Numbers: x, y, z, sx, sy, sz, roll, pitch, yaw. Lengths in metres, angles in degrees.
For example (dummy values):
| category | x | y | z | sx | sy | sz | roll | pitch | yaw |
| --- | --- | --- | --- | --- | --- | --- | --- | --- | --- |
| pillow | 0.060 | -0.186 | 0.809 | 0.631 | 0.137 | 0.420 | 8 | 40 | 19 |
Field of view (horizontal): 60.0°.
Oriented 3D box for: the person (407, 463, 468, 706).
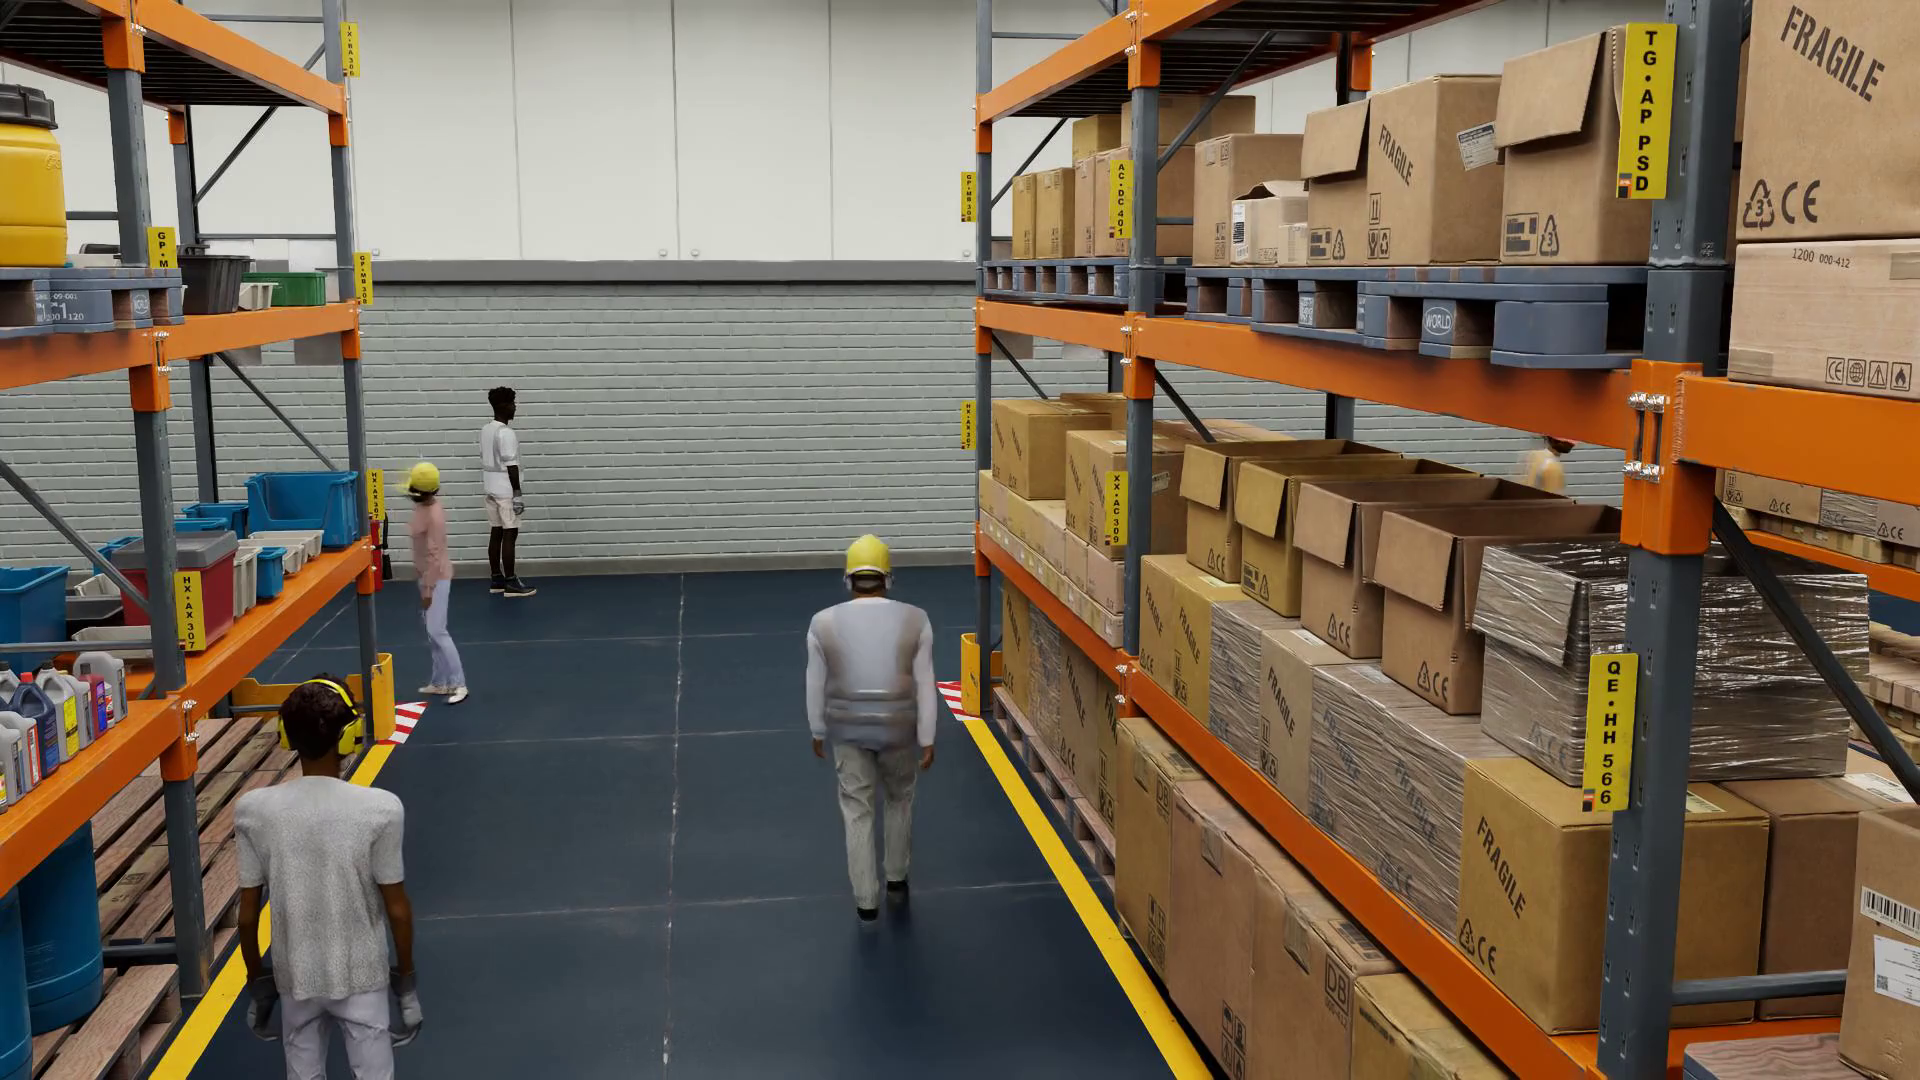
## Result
| category | x | y | z | sx | sy | sz | roll | pitch | yaw |
| --- | --- | --- | --- | --- | --- | --- | --- | --- | --- |
| person | -3.701 | 0.297 | 11.685 | 0.337 | 1.719 | 0.624 | -4 | 10 | -25 |

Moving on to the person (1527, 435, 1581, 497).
| category | x | y | z | sx | sy | sz | roll | pitch | yaw |
| --- | --- | --- | --- | --- | --- | --- | --- | --- | --- |
| person | 4.829 | -0.083 | 13.497 | 0.636 | 1.892 | 0.587 | 1 | 9 | 6 |

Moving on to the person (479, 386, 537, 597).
| category | x | y | z | sx | sy | sz | roll | pitch | yaw |
| --- | --- | --- | --- | --- | --- | --- | --- | --- | --- |
| person | -4.248 | -0.455 | 15.530 | 0.367 | 1.966 | 0.606 | -8 | 12 | -40 |

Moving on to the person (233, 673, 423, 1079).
| category | x | y | z | sx | sy | sz | roll | pitch | yaw |
| --- | --- | --- | --- | --- | --- | --- | --- | --- | --- |
| person | -1.849 | 1.316 | 4.907 | 0.513 | 1.871 | 0.329 | 0 | 9 | -2 |

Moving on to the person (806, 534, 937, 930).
| category | x | y | z | sx | sy | sz | roll | pitch | yaw |
| --- | --- | --- | --- | --- | --- | --- | --- | --- | --- |
| person | -0.416 | 0.867 | 7.835 | 0.611 | 1.806 | 0.730 | 0 | 9 | -3 |
